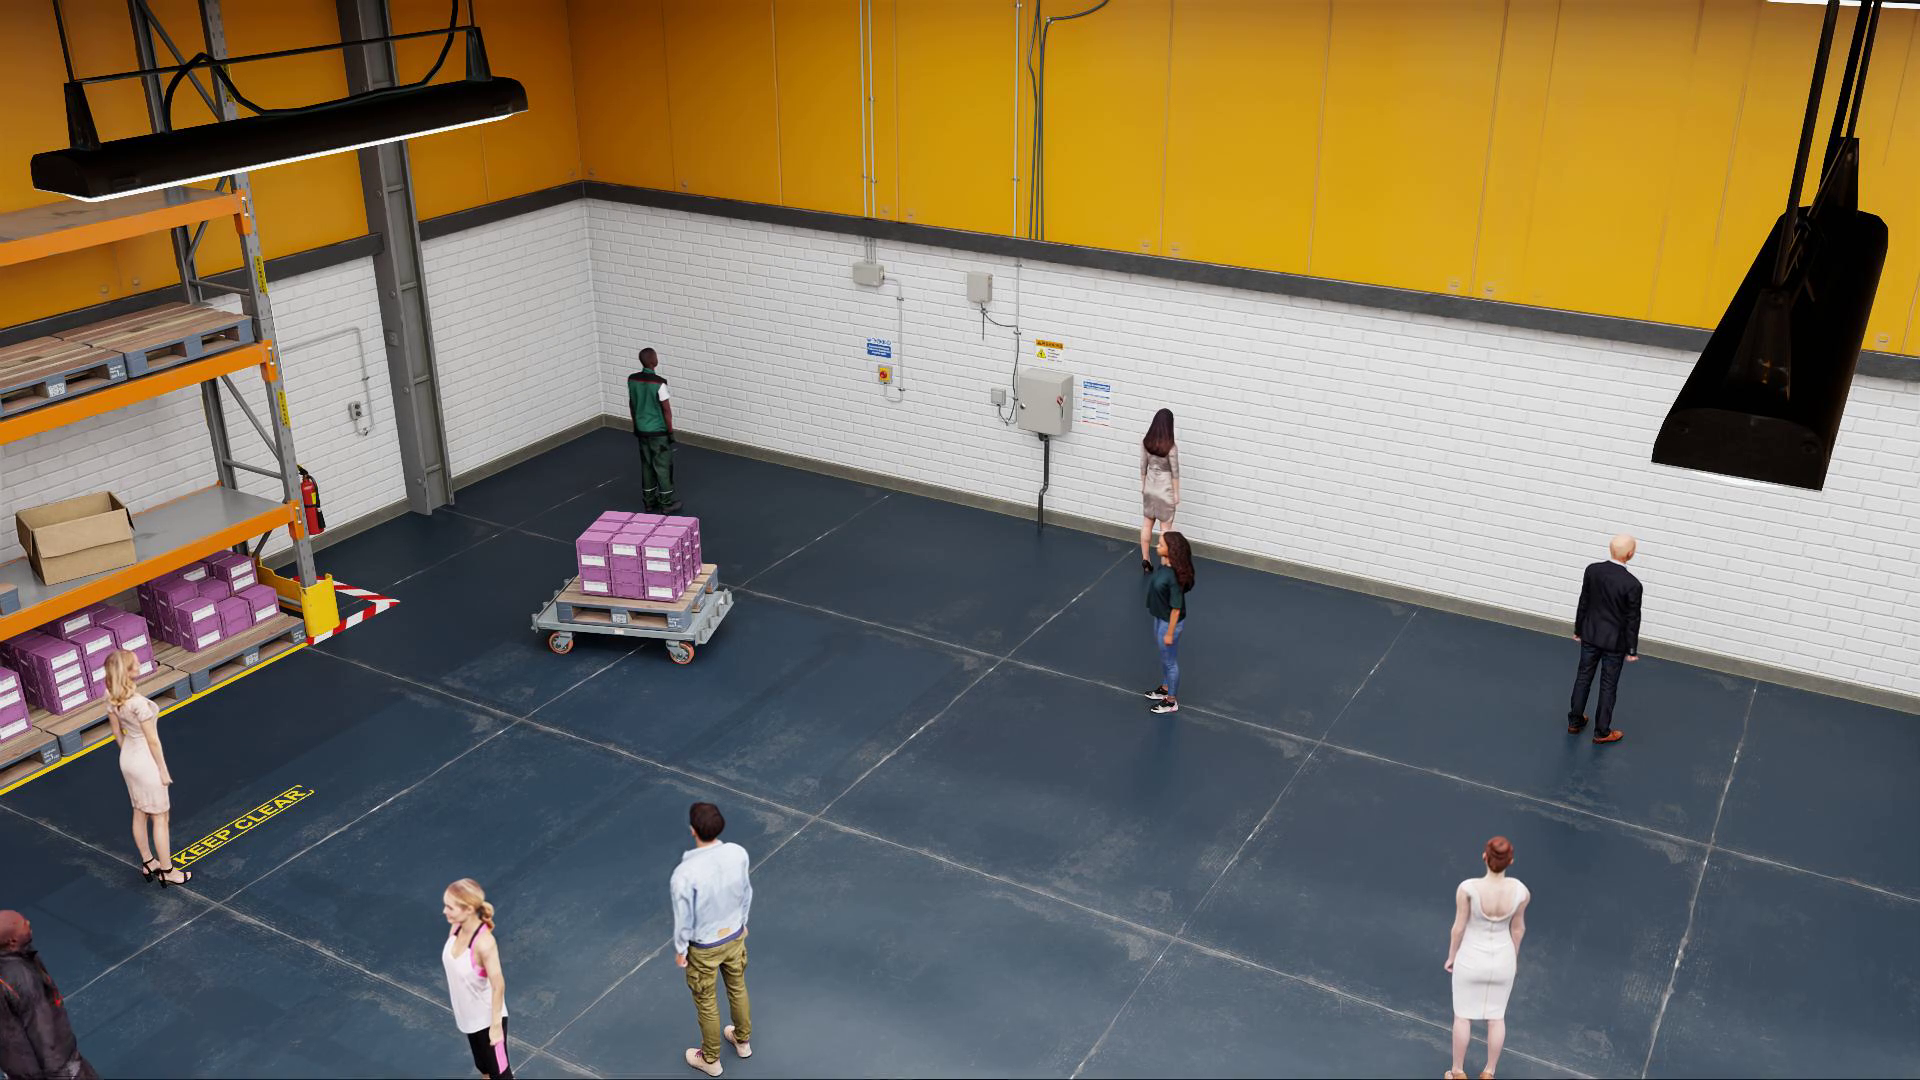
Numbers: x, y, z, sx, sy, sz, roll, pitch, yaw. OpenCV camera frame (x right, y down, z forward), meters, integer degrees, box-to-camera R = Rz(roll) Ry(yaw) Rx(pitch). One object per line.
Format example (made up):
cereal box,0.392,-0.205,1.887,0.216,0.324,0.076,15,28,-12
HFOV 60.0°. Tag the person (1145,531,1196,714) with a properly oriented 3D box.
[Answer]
person,1.752,0.672,13.923,0.767,1.617,0.682,0,24,-1

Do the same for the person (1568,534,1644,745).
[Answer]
person,5.216,0.782,13.446,0.713,1.799,0.769,-18,29,-35

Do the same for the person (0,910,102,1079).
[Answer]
person,-4.998,2.795,8.832,0.716,1.806,0.975,12,26,26

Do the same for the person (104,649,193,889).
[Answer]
person,-5.694,1.586,11.568,0.568,1.829,0.491,13,27,27

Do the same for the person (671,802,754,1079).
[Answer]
person,-1.454,2.349,9.846,0.611,1.812,0.796,-21,31,-39

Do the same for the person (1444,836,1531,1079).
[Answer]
person,3.024,2.462,9.611,0.630,1.791,0.616,3,24,6

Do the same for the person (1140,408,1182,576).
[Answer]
person,1.960,-0.460,16.354,0.627,1.746,0.567,19,30,37

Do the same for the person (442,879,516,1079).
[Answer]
person,-2.639,2.632,9.227,0.628,1.787,0.676,-20,30,-38

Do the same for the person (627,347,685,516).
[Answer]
person,-3.301,-1.178,17.880,0.681,1.839,0.597,12,26,26
